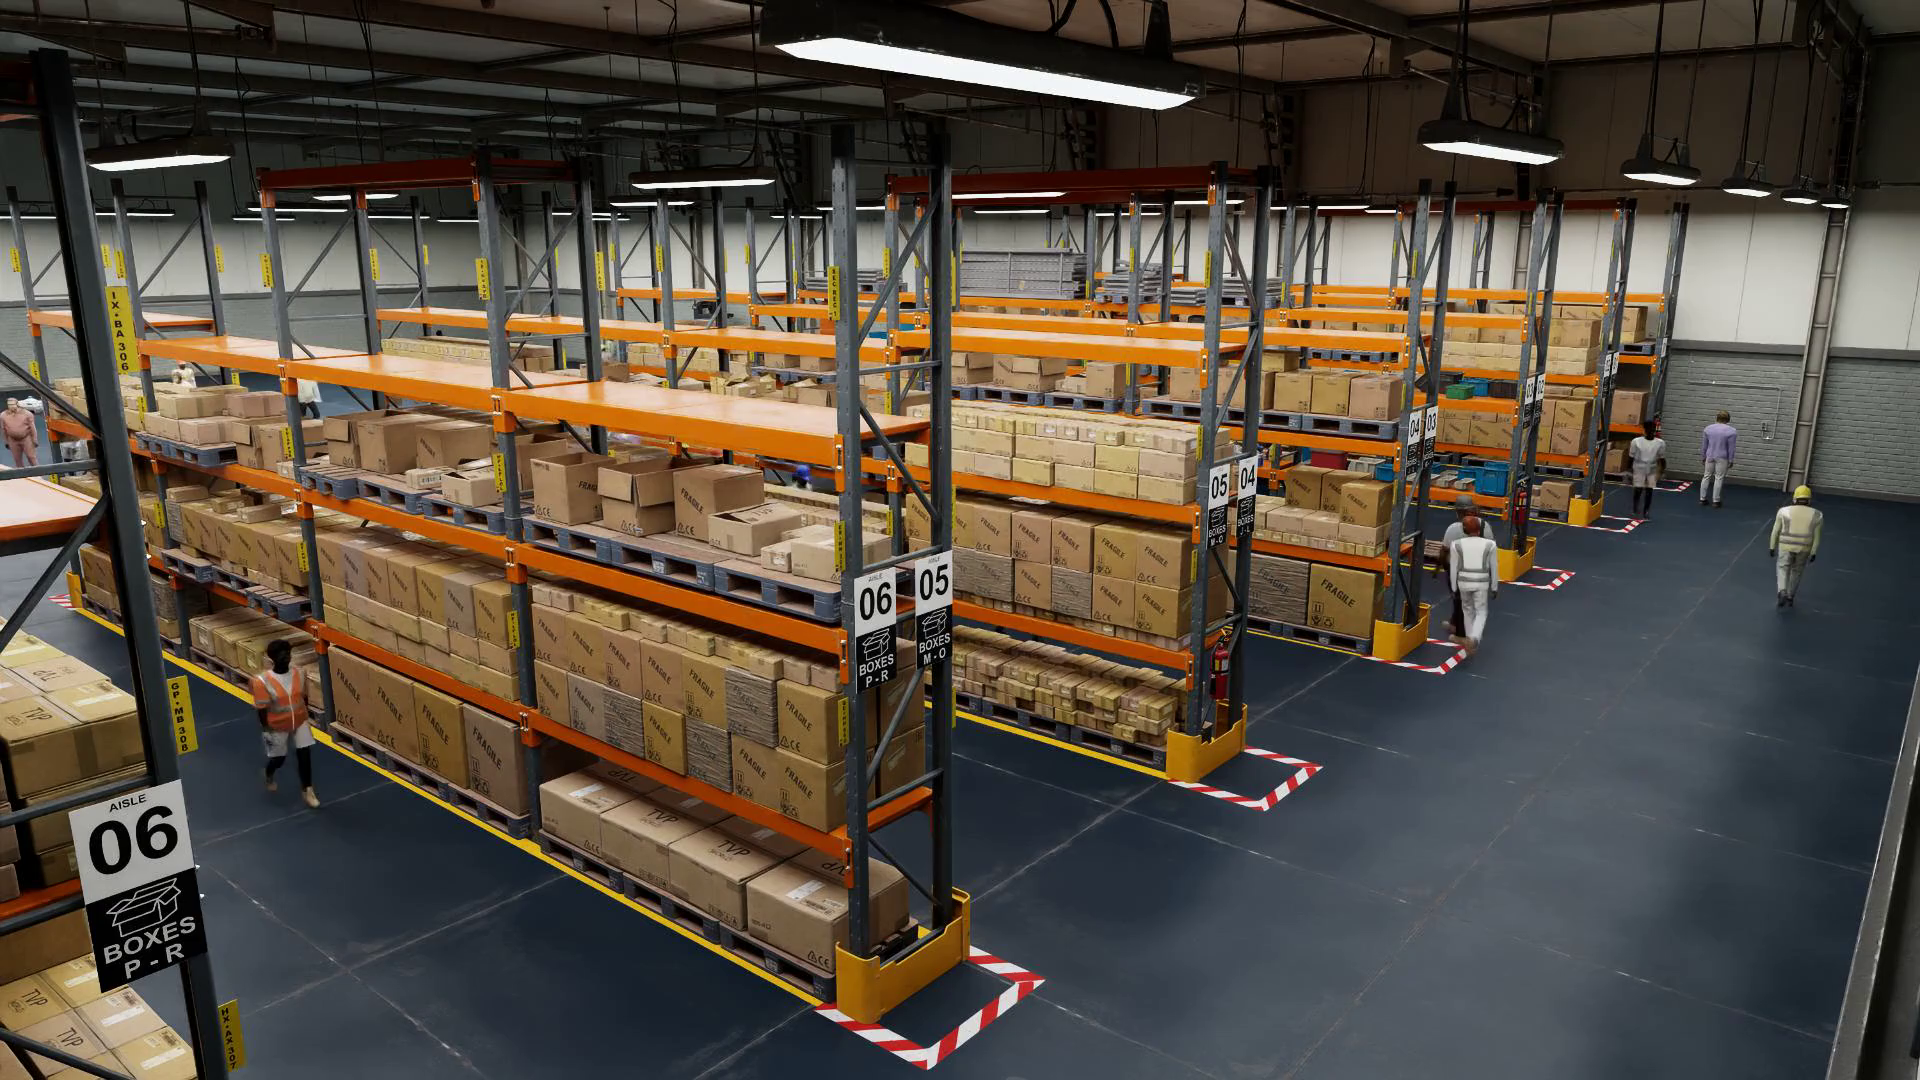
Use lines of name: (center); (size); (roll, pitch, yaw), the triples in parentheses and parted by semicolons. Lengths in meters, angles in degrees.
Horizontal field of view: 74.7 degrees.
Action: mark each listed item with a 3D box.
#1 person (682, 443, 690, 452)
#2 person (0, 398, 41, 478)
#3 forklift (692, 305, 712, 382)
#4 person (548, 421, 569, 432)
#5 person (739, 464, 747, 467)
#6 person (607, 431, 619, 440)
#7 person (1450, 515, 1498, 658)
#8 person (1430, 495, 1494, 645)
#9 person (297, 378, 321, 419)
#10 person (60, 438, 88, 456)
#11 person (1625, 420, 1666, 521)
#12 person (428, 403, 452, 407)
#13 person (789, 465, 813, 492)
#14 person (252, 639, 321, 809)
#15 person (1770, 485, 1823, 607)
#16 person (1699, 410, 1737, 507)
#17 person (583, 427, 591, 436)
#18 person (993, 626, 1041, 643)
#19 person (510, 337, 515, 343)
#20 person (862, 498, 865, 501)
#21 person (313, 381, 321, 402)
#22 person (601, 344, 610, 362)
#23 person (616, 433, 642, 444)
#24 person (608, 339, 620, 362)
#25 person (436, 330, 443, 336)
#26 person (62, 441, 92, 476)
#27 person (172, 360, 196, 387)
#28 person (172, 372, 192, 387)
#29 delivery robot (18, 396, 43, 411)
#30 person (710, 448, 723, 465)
person: (-4.885, -0.905, 22.367); (0.424, 1.908, 0.605); (12, 18, 41)
person: (-20.737, -2.197, 27.775); (0.658, 1.883, 0.453); (-6, 15, -22)
forklift: (-9.511, -7.392, 47.124); (1.873, 2.768, 1.129); (11, 17, 38)
person: (-8.609, -1.988, 27.056); (0.528, 1.812, 0.958); (-3, 14, -10)
person: (-5.333, -2.420, 29.153); (0.886, 1.643, 0.539); (-10, 17, -35)
person: (-7.255, -1.861, 26.563); (0.593, 1.800, 0.893); (6, 15, 22)
person: (6.608, 0.619, 16.262); (0.614, 1.847, 0.767); (6, 15, 24)
person: (6.691, 0.362, 16.974); (0.687, 2.000, 0.842); (-6, 15, -25)
person: (-17.528, -3.741, 33.945); (0.916, 1.957, 0.641); (4, 14, 14)
person: (-21.741, -2.809, 30.867); (0.864, 1.600, 0.519); (-10, 17, -35)
person: (13.108, -1.322, 24.015); (0.718, 1.939, 0.454); (3, 14, 14)
person: (-12.923, -3.058, 31.379); (0.563, 1.838, 0.390); (-7, 15, -28)
person: (-2.560, -0.281, 19.883); (1.066, 1.894, 0.617); (10, 17, 36)
person: (-6.467, 1.729, 12.015); (0.638, 1.677, 0.537); (10, 17, 36)
person: (12.220, 0.105, 18.431); (0.601, 1.811, 0.735); (7, 15, 27)
person: (15.253, -1.642, 25.363); (0.361, 1.934, 0.632); (-9, 16, -32)
person: (-9.169, -2.804, 30.764); (0.497, 1.623, 0.532); (-4, 14, -15)
person: (0.742, 0.522, 16.566); (0.559, 1.884, 1.007); (-12, 18, -40)
person: (-16.276, -6.547, 45.985); (0.541, 1.705, 0.886); (10, 17, 36)
person: (-1.691, -0.020, 18.844); (0.698, 1.867, 0.587); (12, 18, 40)
person: (-21.225, -5.390, 41.212); (0.662, 1.716, 0.506); (5, 14, 18)
person: (-12.011, -5.765, 42.687); (0.501, 1.753, 0.531); (5, 15, 21)
person: (-6.429, -1.492, 24.552); (0.517, 2.020, 0.632); (7, 15, 27)
person: (-13.401, -7.171, 48.739); (0.388, 1.619, 0.537); (6, 15, 23)
person: (-20.398, -7.391, 49.491); (0.317, 1.700, 0.539); (-6, 15, -24)
person: (-19.150, -2.077, 27.238); (0.570, 1.903, 0.742); (8, 16, 30)
person: (-22.573, -4.383, 36.673); (0.776, 1.913, 0.552); (12, 18, 40)
person: (-20.197, -3.419, 32.708); (0.634, 1.912, 0.584); (0, 14, 1)
delivery robot: (-28.333, -4.140, 38.396); (0.707, 0.478, 0.477); (2, 14, 9)
person: (-3.987, -0.598, 20.873); (0.621, 2.023, 0.582); (-11, 17, -38)
